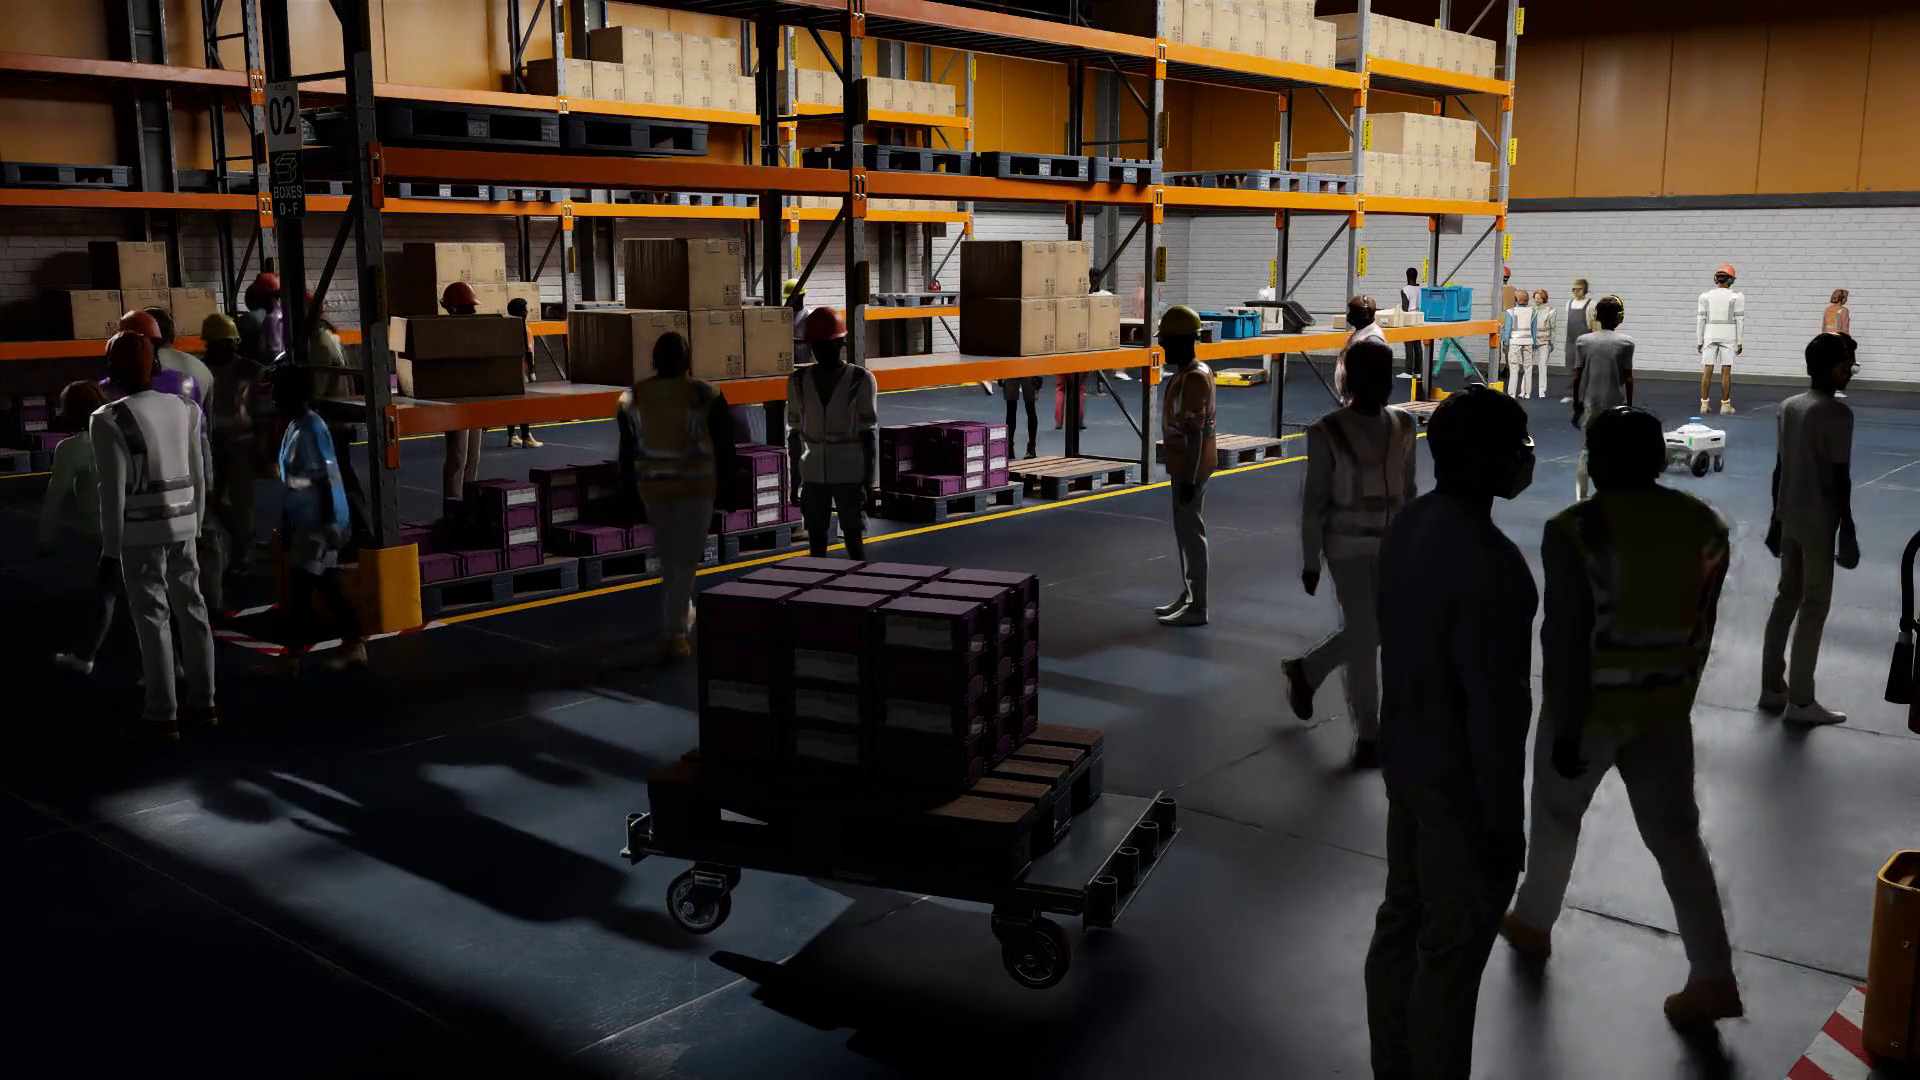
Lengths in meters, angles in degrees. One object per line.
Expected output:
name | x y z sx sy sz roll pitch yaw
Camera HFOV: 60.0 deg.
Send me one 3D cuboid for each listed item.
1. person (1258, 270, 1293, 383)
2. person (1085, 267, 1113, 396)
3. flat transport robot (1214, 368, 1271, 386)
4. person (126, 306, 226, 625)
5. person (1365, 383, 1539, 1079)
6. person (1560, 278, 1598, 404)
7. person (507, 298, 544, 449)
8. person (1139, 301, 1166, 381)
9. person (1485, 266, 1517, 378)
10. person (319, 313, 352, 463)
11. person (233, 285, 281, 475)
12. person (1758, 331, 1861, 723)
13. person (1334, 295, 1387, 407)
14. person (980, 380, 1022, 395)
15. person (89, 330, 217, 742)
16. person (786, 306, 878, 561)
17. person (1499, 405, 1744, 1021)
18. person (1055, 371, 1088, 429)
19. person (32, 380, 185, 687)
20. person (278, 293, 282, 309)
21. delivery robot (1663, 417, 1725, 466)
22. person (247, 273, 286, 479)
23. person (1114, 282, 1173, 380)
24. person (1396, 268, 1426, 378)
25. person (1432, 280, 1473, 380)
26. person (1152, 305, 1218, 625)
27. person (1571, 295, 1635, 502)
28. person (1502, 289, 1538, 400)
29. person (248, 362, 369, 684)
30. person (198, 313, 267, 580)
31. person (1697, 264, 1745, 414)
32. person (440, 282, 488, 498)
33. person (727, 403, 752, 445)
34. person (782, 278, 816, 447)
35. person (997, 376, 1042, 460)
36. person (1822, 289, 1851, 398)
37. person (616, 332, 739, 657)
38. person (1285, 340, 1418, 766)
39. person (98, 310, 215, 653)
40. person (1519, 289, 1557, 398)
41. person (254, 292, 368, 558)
person | 5.272 -3.605 27.896 0.605 1.948 0.405 0 10 2
person | 2.046 -3.176 25.408 0.612 1.960 0.361 -1 10 -6
flat transport robot | 4.675 -2.720 27.630 0.652 0.197 1.431 4 11 24
person | -4.773 -0.435 9.951 0.743 1.908 0.676 5 11 27
person | 1.207 0.587 4.056 0.372 1.940 0.631 -1 10 -7
person | 9.078 -2.905 24.265 0.729 1.824 0.512 -7 12 -36
person | -4.976 -1.880 18.787 0.531 1.697 0.322 9 13 41
person | 3.283 -3.485 28.205 0.519 1.629 0.519 6 12 31
person | 9.404 -3.776 28.900 0.545 1.939 0.354 -5 11 -26
person | -6.547 -1.551 17.212 0.354 1.602 0.556 1 10 7
person | -6.964 -1.590 16.577 0.976 1.889 0.642 8 13 38
person | 4.091 -0.064 7.982 0.331 1.863 0.509 -1 10 -5
person | 3.520 -1.231 14.684 0.430 1.845 0.619 0 10 0
person | 0.666 -3.176 25.684 0.939 1.874 0.632 -7 12 -34
person | -3.702 -0.015 7.633 0.361 1.886 0.576 4 11 22
person | -0.741 -0.368 9.529 0.543 1.930 0.380 2 10 12
person | 2.023 0.497 4.981 0.641 1.796 0.952 -2 10 -11
person | 1.348 -2.234 20.667 0.584 1.744 0.459 3 10 15
person | -4.415 -0.034 8.602 0.890 1.578 0.514 3 10 17
person | -7.300 -1.788 17.873 0.587 1.835 0.404 9 13 41
delivery robot | 7.359 -0.986 16.684 0.707 0.478 0.477 -8 13 -37
person | -6.581 -1.587 16.214 0.792 2.021 0.614 -2 10 -14
person | 3.151 -3.643 28.439 1.050 1.844 0.663 1 10 4
person | 7.871 -3.771 28.938 0.587 1.915 0.397 -7 12 -34
person | 8.466 -3.606 28.606 0.952 1.716 0.532 9 14 43
person | 1.341 -0.443 9.998 0.394 1.919 0.581 0 10 -2
person | 5.318 -1.082 13.753 0.520 1.874 0.332 9 13 41
person | 8.334 -2.900 24.753 0.512 1.642 0.312 -1 10 -7
person | -3.463 -0.091 8.710 0.680 1.654 0.596 -6 11 -29
person | -5.037 -0.658 11.497 0.620 1.817 0.614 1 10 6
person | 10.357 -2.727 22.653 0.604 2.034 0.386 9 13 40
person | -3.853 -1.000 12.930 0.381 1.995 0.611 1 10 8
person | -1.965 -1.095 13.885 0.654 1.860 0.990 9 13 40
person | -1.785 -1.915 18.343 0.369 1.925 0.586 -8 13 -37
person | 0.641 -1.796 17.630 0.542 1.938 0.357 4 11 22
person | 13.252 -2.975 25.192 0.311 1.639 0.512 -2 10 -11
person | -1.583 -0.269 9.368 0.641 1.789 0.997 2 10 10
person | 1.751 0.033 7.443 0.582 1.863 0.815 -6 11 -29
person | -4.496 -0.318 9.289 0.484 1.911 0.553 9 13 40
person | 8.721 -2.963 25.125 0.512 1.639 0.311 5 11 27
person | -4.704 -0.806 11.968 0.903 1.940 0.609 -6 12 -32
